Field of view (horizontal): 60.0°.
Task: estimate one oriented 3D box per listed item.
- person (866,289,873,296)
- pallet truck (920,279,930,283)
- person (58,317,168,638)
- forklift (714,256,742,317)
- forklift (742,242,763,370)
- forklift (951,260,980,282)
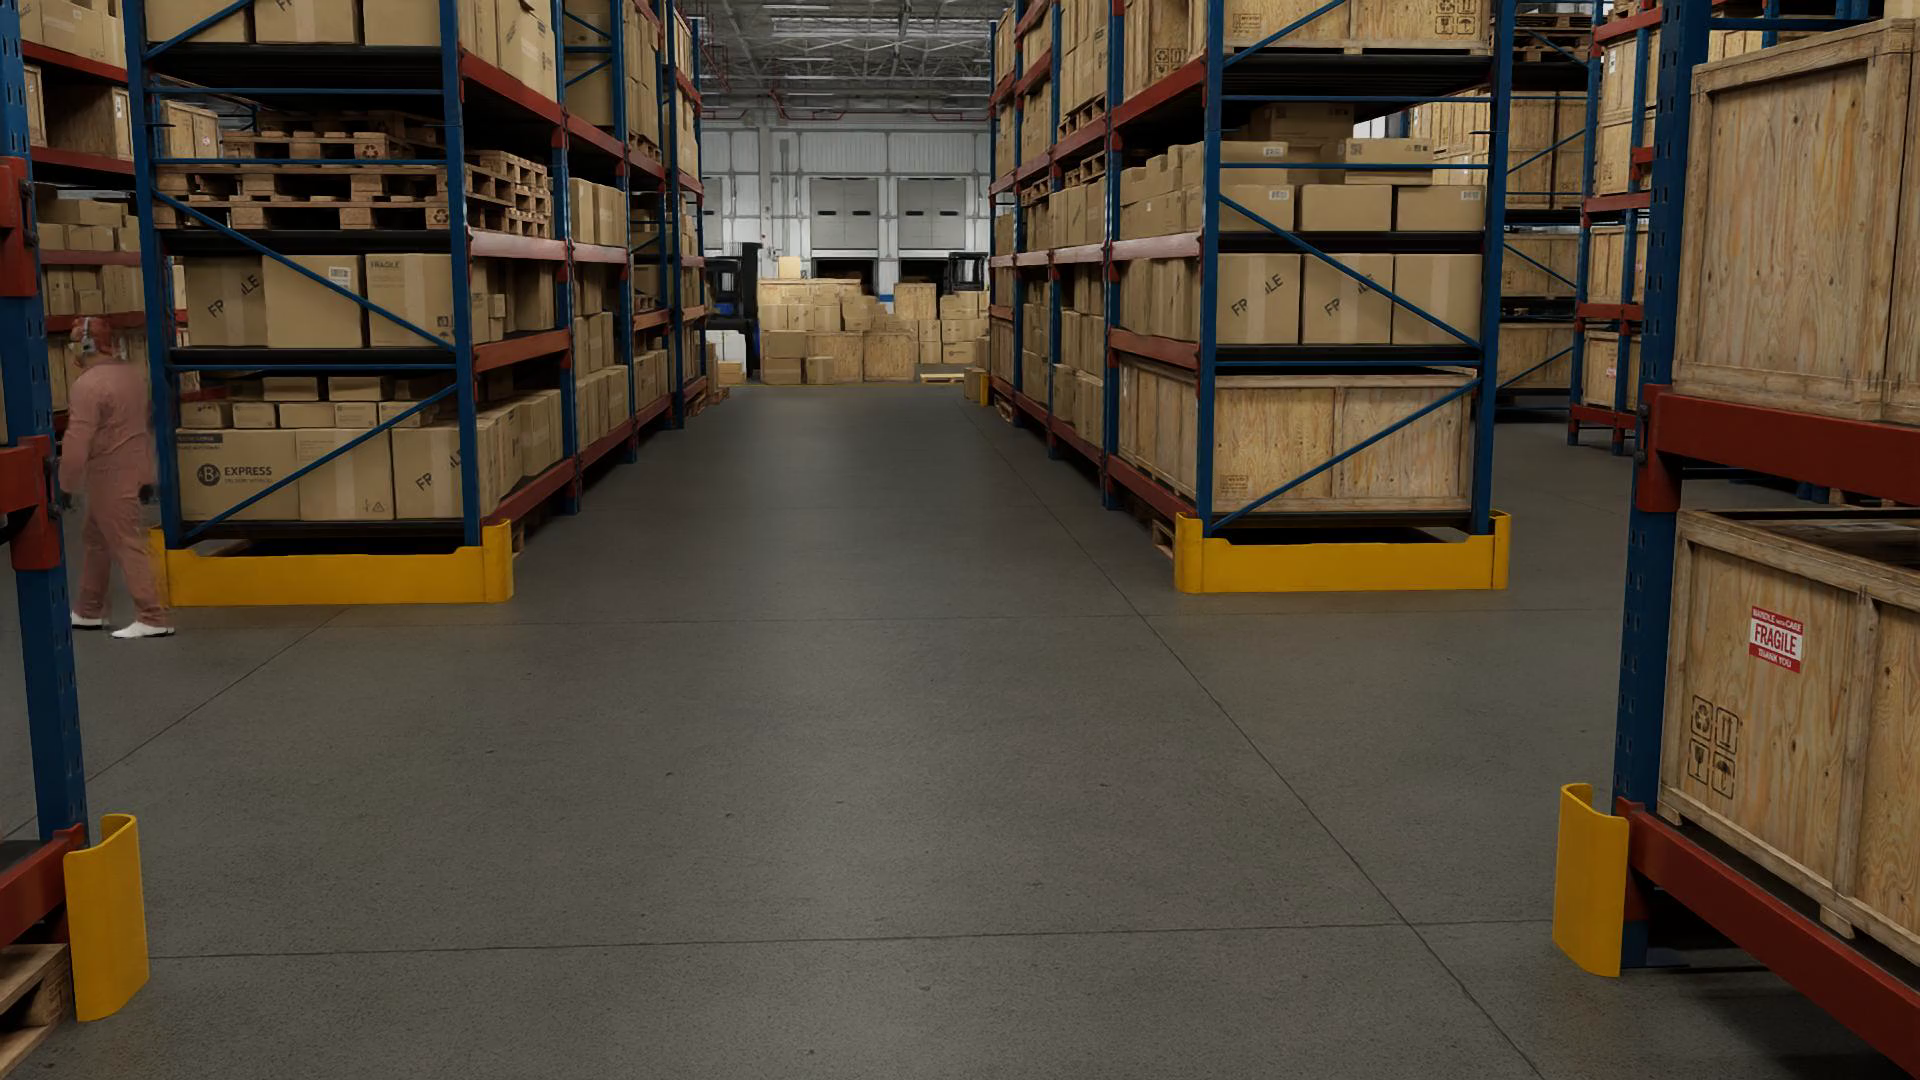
[{"bbox_3d":[-2.943,-7.156,53.080,0.840,1.657,0.540,0,9,-2],"label":"person"},{"bbox_3d":[-0.932,-8.922,63.114,1.885,1.965,0.823,2,9,13],"label":"pallet truck"},{"bbox_3d":[-5.061,-0.346,9.669,0.858,1.872,0.655,-1,9,-6],"label":"person"},{"bbox_3d":[-8.543,-9.115,61.562,1.129,2.768,1.873,-1,9,-4],"label":"forklift"},{"bbox_3d":[-4.554,-5.113,36.432,1.873,2.768,1.129,-1,9,-5],"label":"forklift"},{"bbox_3d":[0.137,-7.455,51.143,1.129,2.768,1.873,-2,9,-10],"label":"forklift"}]
